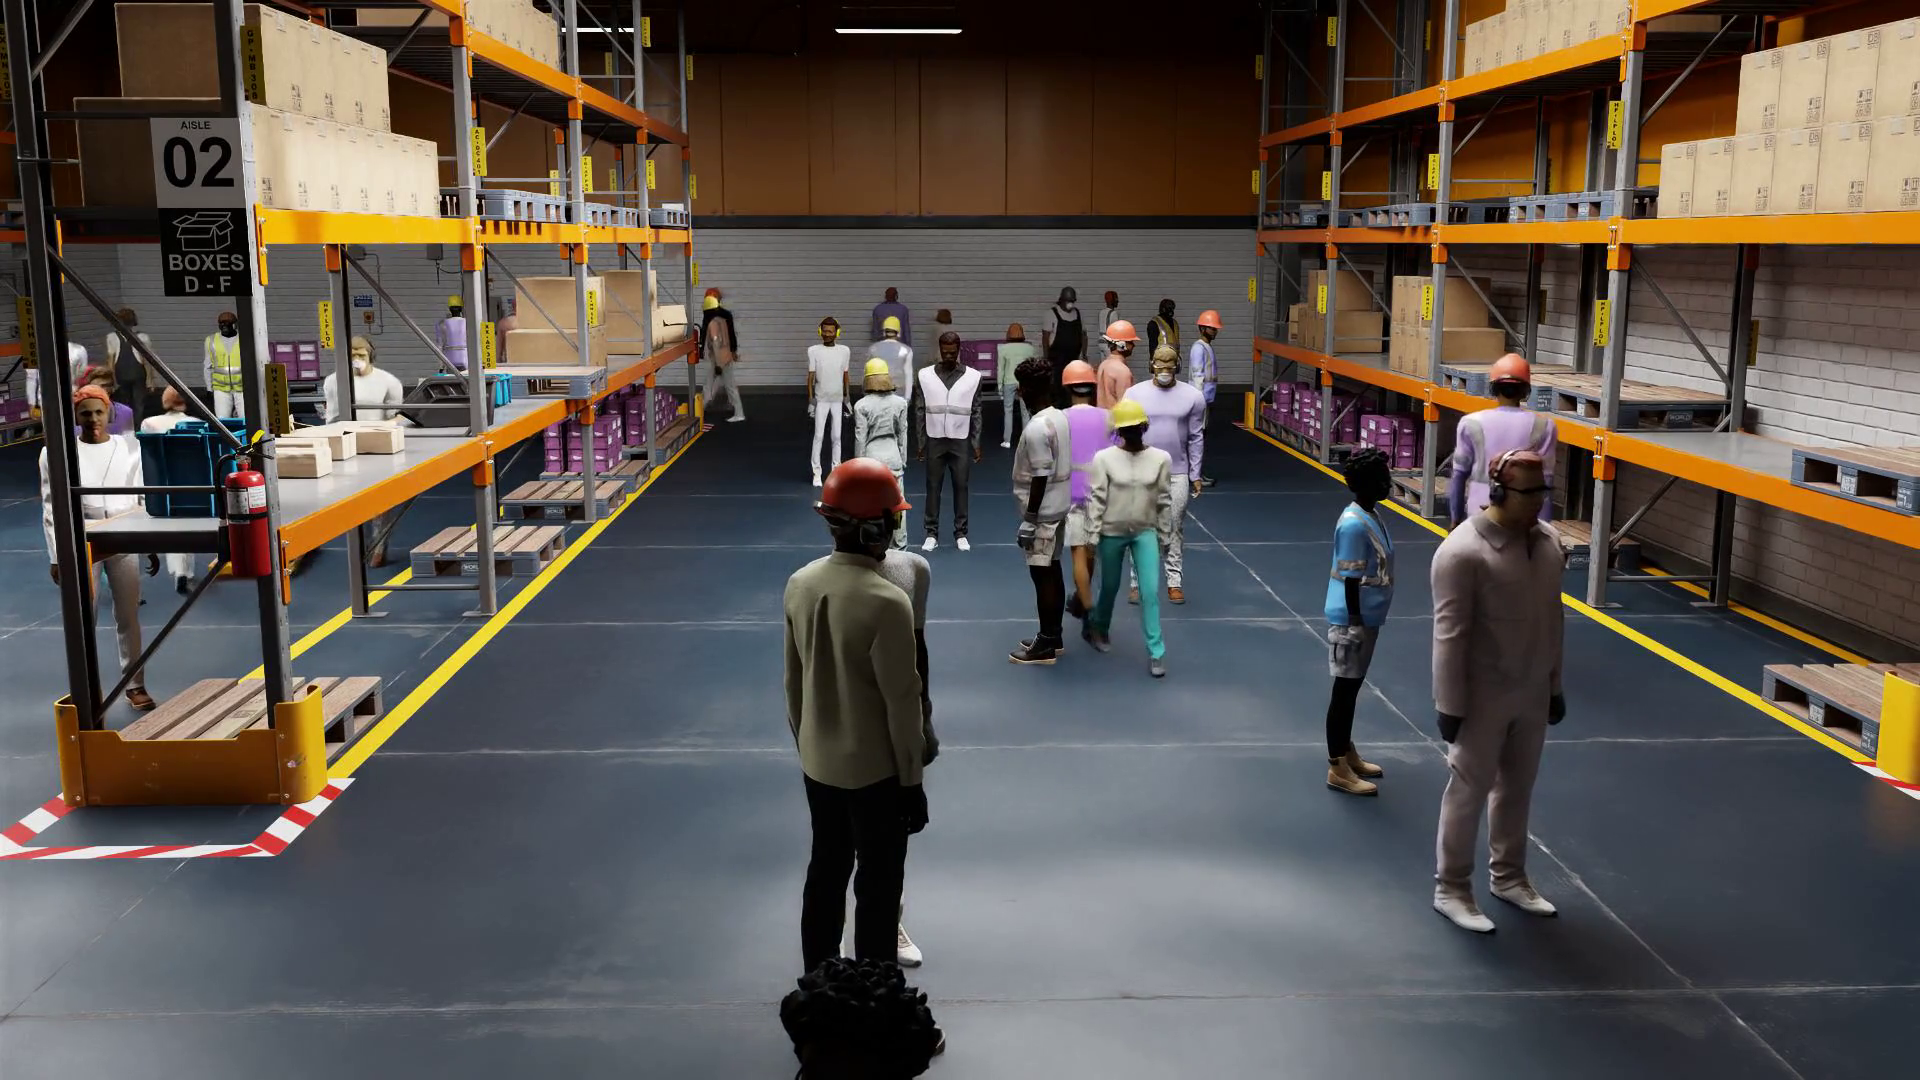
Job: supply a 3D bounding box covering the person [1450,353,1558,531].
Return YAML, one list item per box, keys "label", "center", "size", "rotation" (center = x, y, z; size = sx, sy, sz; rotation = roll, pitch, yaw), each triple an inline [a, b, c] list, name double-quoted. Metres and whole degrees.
- label: "person"
  center: [3.417, -0.179, 10.511]
  size: [0.622, 1.992, 1.083]
  rotation: [3, 11, 17]

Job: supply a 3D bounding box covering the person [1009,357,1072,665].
- label: "person"
  center: [0.509, -0.184, 10.600]
  size: [0.380, 1.958, 0.602]
  rotation: [3, 11, 18]

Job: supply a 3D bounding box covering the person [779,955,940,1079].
- label: "person"
  center: [-0.146, 1.413, 2.434]
  size: [0.535, 1.697, 0.318]
  rotation: [2, 10, 12]

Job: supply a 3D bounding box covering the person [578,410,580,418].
- label: "person"
  center: [-5.640, -2.514, 23.941]
  size: [0.592, 1.828, 0.404]
  rotation: [-7, 12, -33]

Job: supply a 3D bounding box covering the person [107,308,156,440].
- label: "person"
  center: [-10.674, -2.070, 21.459]
  size: [0.551, 1.829, 0.520]
  rotation: [-3, 11, -14]

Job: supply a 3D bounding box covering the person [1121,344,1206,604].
- label: "person"
  center: [1.496, -0.484, 12.342]
  size: [0.628, 1.935, 0.373]
  rotation: [0, 10, 3]

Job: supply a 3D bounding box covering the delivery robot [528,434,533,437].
- label: "delivery robot"
  center: [-5.733, -1.625, 22.279]
  size: [0.477, 0.478, 0.707]
  rotation: [2, 10, 10]

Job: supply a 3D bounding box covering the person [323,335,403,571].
- label: "person"
  center: [-4.845, -0.694, 13.530]
  size: [0.652, 1.918, 0.670]
  rotation: [-1, 10, -5]

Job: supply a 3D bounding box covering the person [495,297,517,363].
- label: "person"
  center: [-6.389, -2.580, 24.130]
  size: [0.678, 1.891, 0.501]
  rotation: [-3, 11, -17]

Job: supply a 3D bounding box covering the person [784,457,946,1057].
- label: "person"
  center: [-0.323, 0.723, 5.441]
  size: [0.379, 1.996, 0.611]
  rotation: [-10, 14, -43]

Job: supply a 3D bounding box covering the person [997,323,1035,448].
- label: "person"
  center: [0.732, -2.016, 21.744]
  size: [0.497, 1.626, 0.287]
  rotation: [-2, 10, -9]

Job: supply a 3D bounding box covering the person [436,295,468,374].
- label: "person"
  center: [-7.158, -2.532, 23.763]
  size: [0.585, 1.929, 0.363]
  rotation: [-2, 10, -13]

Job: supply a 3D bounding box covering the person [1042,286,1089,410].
- label: "person"
  center: [1.616, -2.874, 25.356]
  size: [0.690, 2.000, 0.557]
  rotation: [-5, 11, -25]

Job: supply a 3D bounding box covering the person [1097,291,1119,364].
- label: "person"
  center: [2.437, -3.101, 27.065]
  size: [0.355, 1.883, 0.572]
  rotation: [-5, 11, -25]

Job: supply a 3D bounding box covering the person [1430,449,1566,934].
- label: "person"
  center: [2.124, 0.584, 6.505]
  size: [0.649, 1.897, 0.401]
  rotation: [-6, 12, -32]

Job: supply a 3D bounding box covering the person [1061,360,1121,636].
- label: "person"
  center: [0.851, -0.298, 11.502]
  size: [0.564, 1.875, 1.005]
  rotation: [-2, 10, -9]

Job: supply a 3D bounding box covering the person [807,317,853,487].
- label: "person"
  center: [-1.425, -1.515, 18.288]
  size: [0.519, 1.863, 0.335]
  rotation: [-4, 11, -21]

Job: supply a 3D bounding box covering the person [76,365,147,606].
- label: "person"
  center: [-6.365, -0.402, 12.320]
  size: [1.013, 1.785, 0.576]
  rotation: [6, 12, 31]

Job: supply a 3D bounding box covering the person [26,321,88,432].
- label: "person"
  center: [-9.653, -1.461, 17.836]
  size: [0.635, 1.918, 0.779]
  rotation: [-5, 12, -28]

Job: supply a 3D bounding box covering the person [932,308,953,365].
- label: "person"
  center: [-0.343, -2.947, 26.951]
  size: [0.656, 1.610, 0.498]
  rotation: [-6, 12, -30]

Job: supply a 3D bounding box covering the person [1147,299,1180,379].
- label: "person"
  center: [3.048, -2.656, 24.709]
  size: [0.429, 1.840, 0.624]
  rotation: [9, 14, 42]

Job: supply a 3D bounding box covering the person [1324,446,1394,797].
- label: "person"
  center: [1.958, 0.385, 8.157]
  size: [0.321, 1.697, 0.530]
  rotation: [4, 11, 21]

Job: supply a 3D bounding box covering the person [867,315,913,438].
- label: "person"
  center: [-0.861, -1.794, 20.028]
  size: [0.597, 1.807, 0.829]
  rotation: [2, 10, 12]

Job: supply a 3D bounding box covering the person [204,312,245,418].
- label: "person"
  center: [-8.832, -1.847, 20.199]
  size: [0.630, 1.840, 0.429]
  rotation: [-3, 11, -16]

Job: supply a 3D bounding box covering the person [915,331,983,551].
- label: "person"
  center: [-0.099, -0.857, 14.478]
  size: [0.590, 1.915, 0.392]
  rotation: [0, 10, 0]

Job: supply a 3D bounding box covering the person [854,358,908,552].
- label: "person"
  center: [-0.662, -0.619, 13.651]
  size: [0.484, 1.735, 0.310]
  rotation: [-6, 12, -29]

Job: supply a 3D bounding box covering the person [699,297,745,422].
- label: "person"
  center: [-3.665, -2.664, 24.666]
  size: [0.997, 1.858, 0.623]
  rotation: [2, 10, 12]

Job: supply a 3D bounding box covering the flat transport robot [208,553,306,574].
- label: "flat transport robot"
  center: [-5.838, 0.055, 13.972]
  size: [0.652, 0.197, 1.431]
  rotation: [-3, 11, -14]

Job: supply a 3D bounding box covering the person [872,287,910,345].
- label: "person"
  center: [-1.171, -3.393, 28.622]
  size: [0.653, 1.906, 0.408]
  rotation: [1, 10, 7]

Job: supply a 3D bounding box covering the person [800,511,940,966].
- label: "person"
  center: [-0.330, 0.668, 6.107]
  size: [0.533, 1.868, 0.310]
  rotation: [-4, 11, -21]

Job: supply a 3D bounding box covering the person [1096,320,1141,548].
- label: "person"
  center: [1.393, -0.931, 14.660]
  size: [0.377, 1.995, 0.612]
  rotation: [-3, 11, -17]

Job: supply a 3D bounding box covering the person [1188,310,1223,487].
- label: "person"
  center: [2.693, -1.553, 18.299]
  size: [0.376, 1.933, 0.545]
  rotation: [3, 11, 18]

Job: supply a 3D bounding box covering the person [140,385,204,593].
- label: "person"
  center: [-6.051, -0.413, 12.867]
  size: [0.533, 1.597, 0.822]
  rotation: [-5, 11, -27]

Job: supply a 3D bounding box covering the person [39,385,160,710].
- label: "person"
  center: [-4.861, 0.062, 9.444]
  size: [0.576, 1.881, 0.354]
  rotation: [-8, 13, -37]

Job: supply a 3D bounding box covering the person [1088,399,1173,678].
- label: "person"
  center: [1.077, -0.053, 10.577]
  size: [0.539, 1.711, 0.882]
  rotation: [0, 10, -2]

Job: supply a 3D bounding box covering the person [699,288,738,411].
- label: "person"
  center: [-3.896, -2.998, 26.292]
  size: [1.032, 1.938, 0.608]
  rotation: [-10, 14, -44]
